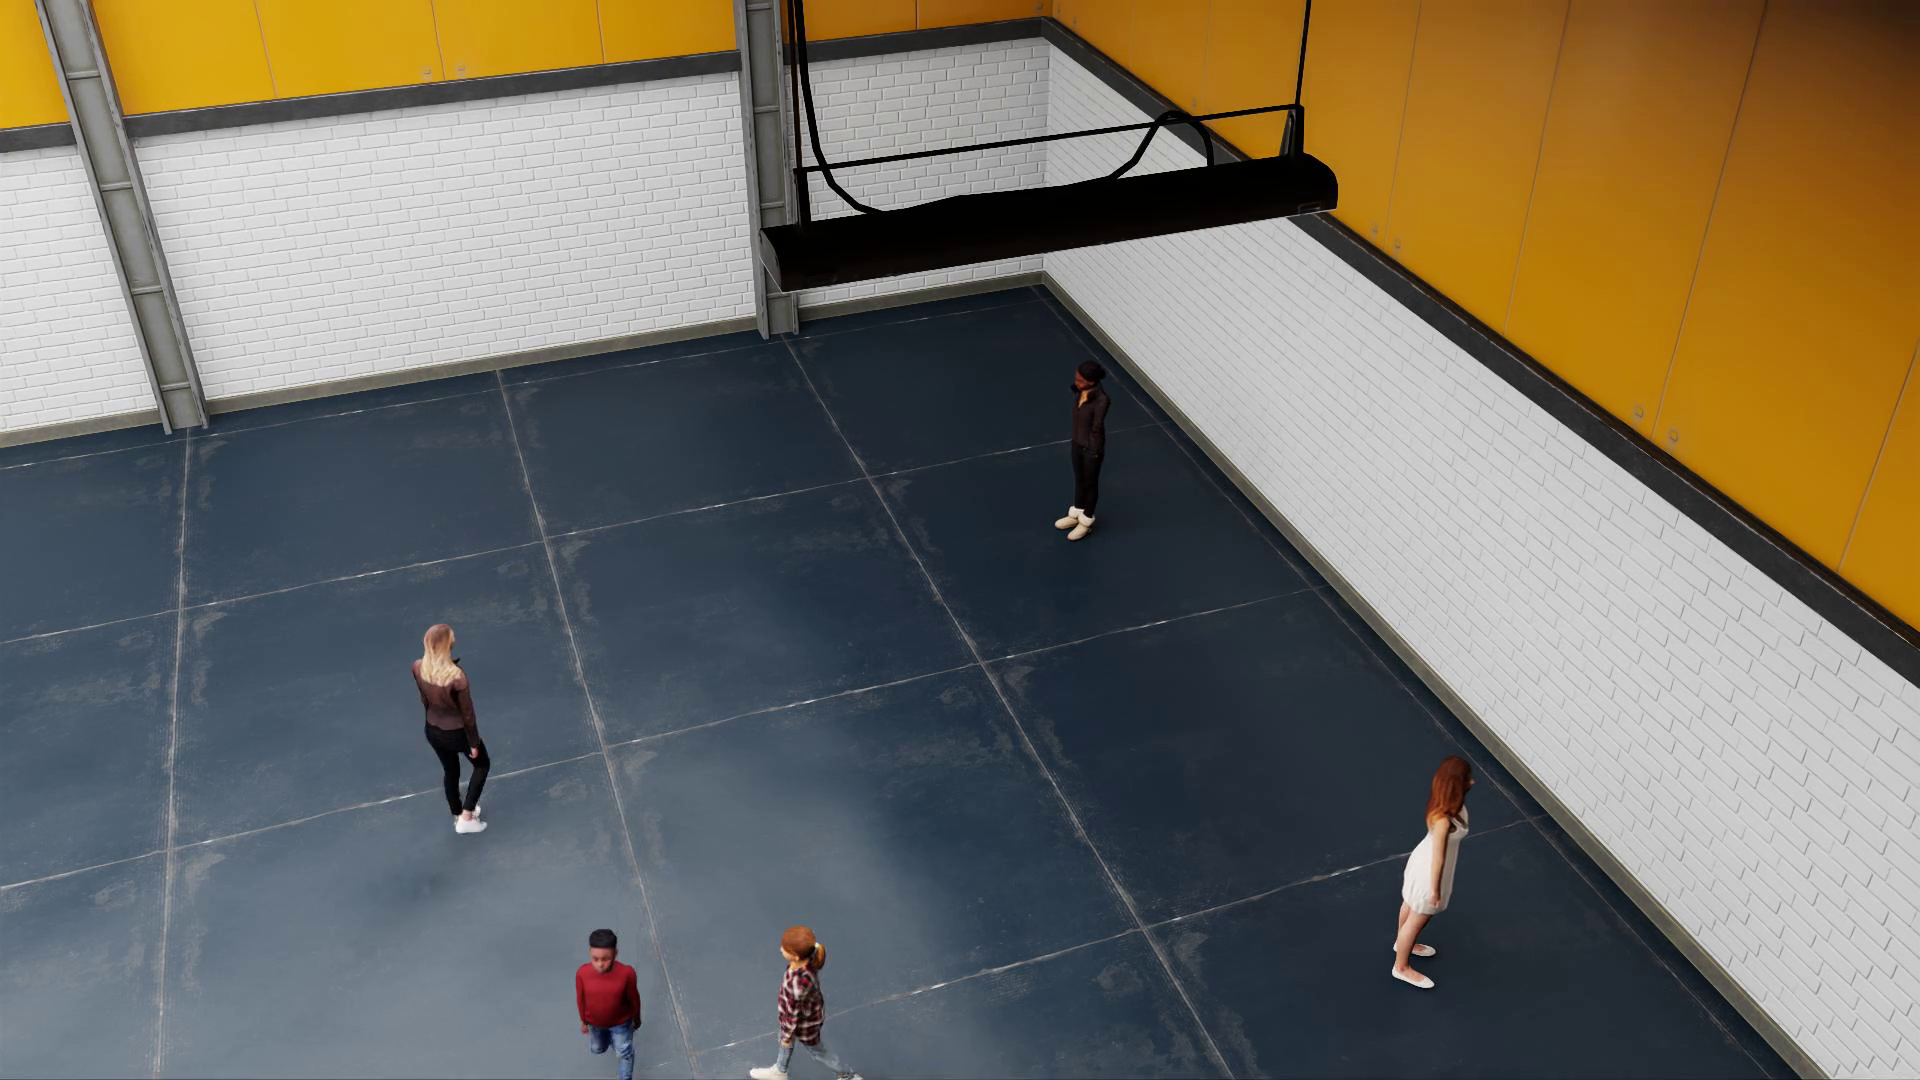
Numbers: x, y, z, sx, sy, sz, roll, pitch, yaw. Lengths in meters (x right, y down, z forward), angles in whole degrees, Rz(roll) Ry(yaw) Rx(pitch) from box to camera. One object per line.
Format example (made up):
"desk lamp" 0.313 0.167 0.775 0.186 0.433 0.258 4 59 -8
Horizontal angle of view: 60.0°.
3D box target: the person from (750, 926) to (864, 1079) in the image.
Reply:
"person" -0.820 2.704 9.444 0.969 1.285 0.744 1 34 1

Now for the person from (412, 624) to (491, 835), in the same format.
"person" -3.458 1.338 11.132 0.746 1.692 0.814 11 35 17

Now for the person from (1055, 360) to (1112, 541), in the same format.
"person" 1.120 -0.819 14.404 0.685 1.661 0.621 -17 37 -23

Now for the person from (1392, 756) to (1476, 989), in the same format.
"person" 2.879 1.987 10.137 0.694 1.711 0.647 10 35 15

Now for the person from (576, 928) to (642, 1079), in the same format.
"person" -2.001 2.671 9.531 0.736 1.244 0.716 1 34 1
